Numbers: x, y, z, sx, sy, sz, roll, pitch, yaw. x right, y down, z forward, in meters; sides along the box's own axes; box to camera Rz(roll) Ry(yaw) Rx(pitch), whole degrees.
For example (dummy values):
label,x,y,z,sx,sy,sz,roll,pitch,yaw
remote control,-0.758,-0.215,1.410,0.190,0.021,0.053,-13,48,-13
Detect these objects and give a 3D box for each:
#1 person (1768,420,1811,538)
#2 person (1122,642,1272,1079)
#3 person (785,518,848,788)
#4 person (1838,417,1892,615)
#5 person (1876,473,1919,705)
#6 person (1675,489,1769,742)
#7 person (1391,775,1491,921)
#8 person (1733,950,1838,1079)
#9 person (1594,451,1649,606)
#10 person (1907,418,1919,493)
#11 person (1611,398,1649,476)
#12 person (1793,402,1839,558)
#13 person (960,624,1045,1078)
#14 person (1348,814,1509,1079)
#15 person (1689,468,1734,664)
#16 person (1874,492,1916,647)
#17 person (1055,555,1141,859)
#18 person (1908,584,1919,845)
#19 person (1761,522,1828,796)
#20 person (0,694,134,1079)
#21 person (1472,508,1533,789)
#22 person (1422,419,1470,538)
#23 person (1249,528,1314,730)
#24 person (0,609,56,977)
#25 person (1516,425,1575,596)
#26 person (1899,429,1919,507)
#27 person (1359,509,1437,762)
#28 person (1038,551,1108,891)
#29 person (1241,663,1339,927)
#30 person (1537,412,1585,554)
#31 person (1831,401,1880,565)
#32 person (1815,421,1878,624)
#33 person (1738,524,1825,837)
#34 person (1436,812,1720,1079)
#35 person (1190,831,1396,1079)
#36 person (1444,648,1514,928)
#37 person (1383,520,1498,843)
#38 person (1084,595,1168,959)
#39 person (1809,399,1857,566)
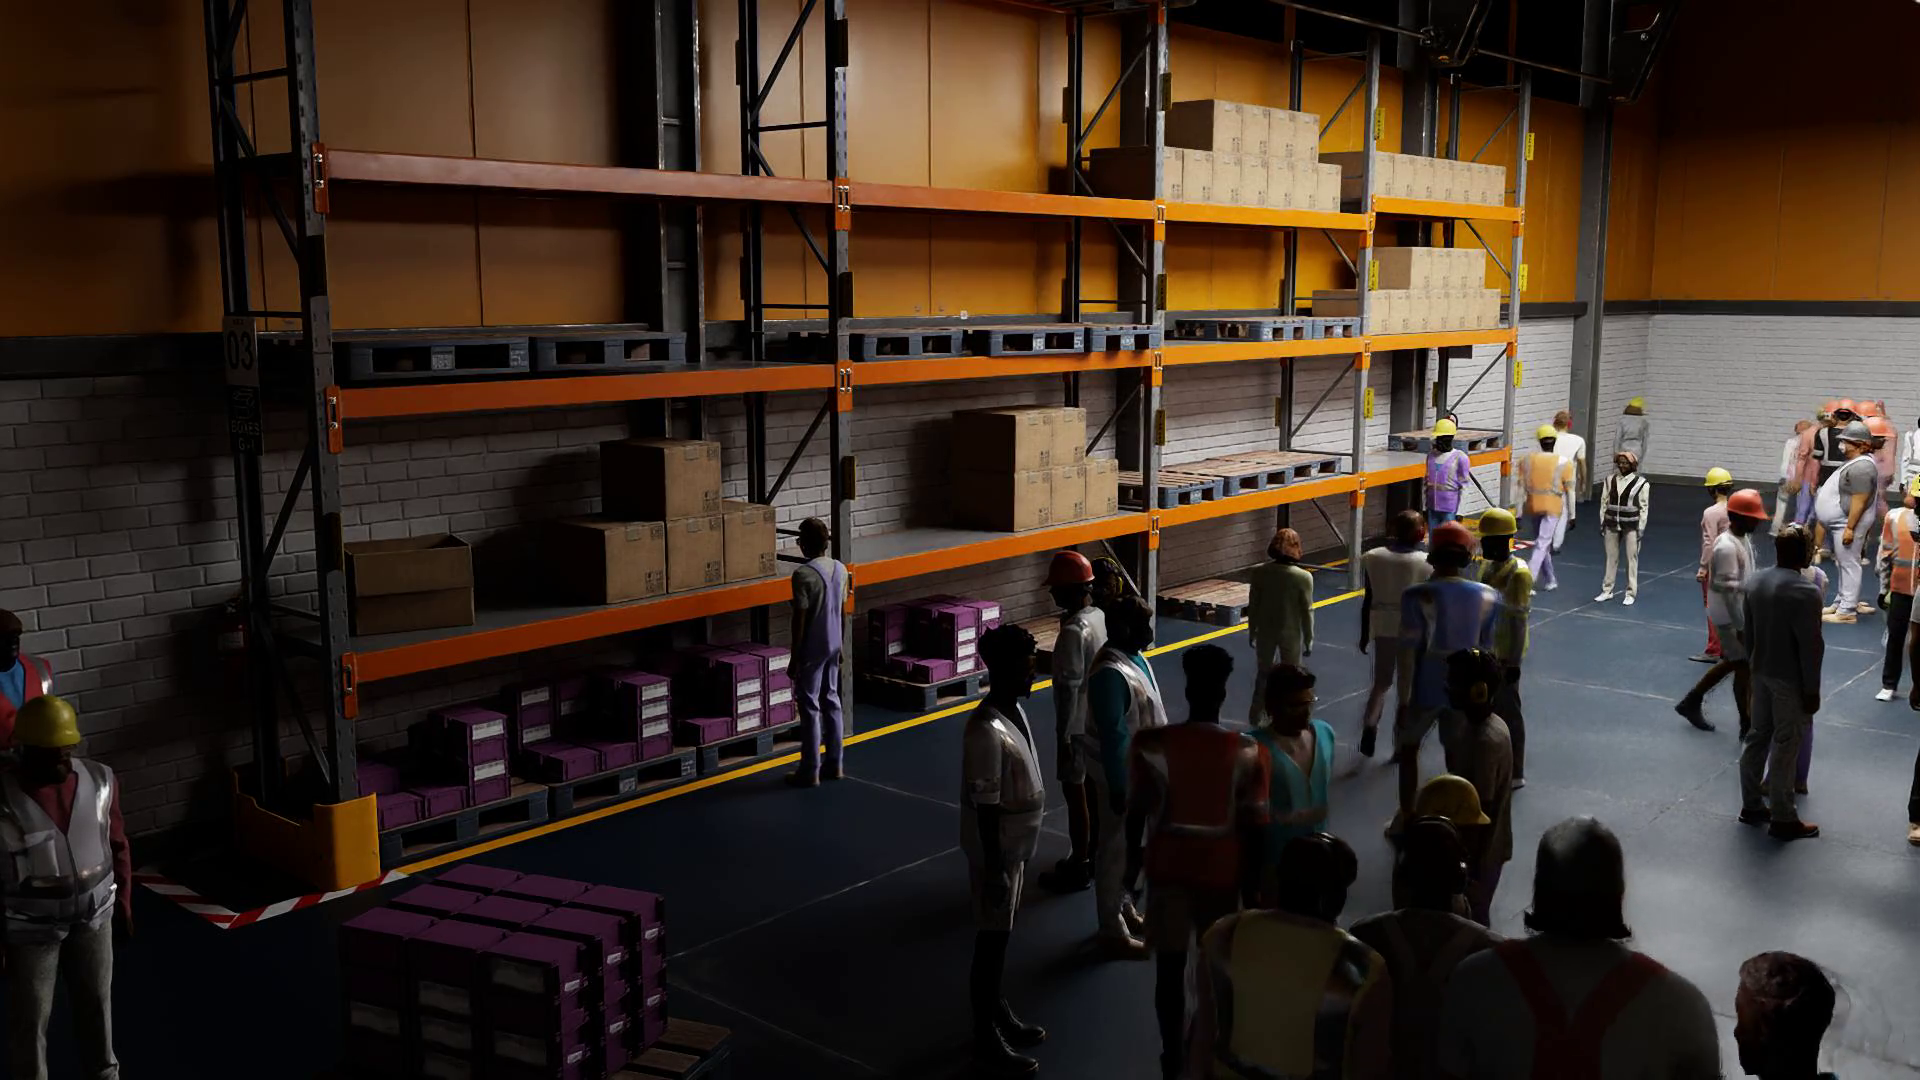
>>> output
label,x,y,z,sx,sy,sz,roll,pitch,yaw
person,11.065,-0.787,22.077,0.571,1.598,0.662,-1,9,-9
person,0.993,1.390,7.004,0.614,1.936,0.936,1,9,5
person,-0.973,0.761,11.343,0.350,1.836,0.518,6,11,36
person,9.358,-0.256,17.222,0.397,2.043,0.609,3,9,21
person,7.735,0.394,13.441,0.394,1.918,0.586,-9,12,-44
person,5.809,0.564,12.434,0.824,1.896,0.604,7,11,38
person,1.655,1.665,5.839,0.338,1.735,0.486,-1,9,-4
person,1.944,1.904,3.869,0.592,1.883,0.897,-4,10,-22
person,7.053,-0.130,17.704,0.308,1.641,0.511,-8,12,-43
person,12.740,-0.834,22.061,0.322,1.696,0.530,4,9,22
person,10.068,-1.289,25.043,0.543,1.695,0.630,1,9,5
person,10.686,-0.737,20.598,0.709,1.952,0.594,-1,9,-4
person,0.190,1.327,7.260,0.367,1.966,0.607,2,9,10
person,1.408,1.734,5.043,0.501,1.840,0.345,4,10,22
person,6.807,0.229,14.988,0.530,1.765,0.325,-7,11,-36
person,8.686,0.262,15.234,0.549,1.608,0.379,5,10,30
person,0.808,1.008,9.674,0.510,1.860,0.333,2,9,10
person,6.090,0.867,9.984,0.685,2.000,0.535,3,9,19
person,5.503,0.798,11.056,0.519,1.844,0.330,-5,10,-28
person,-3.585,1.500,6.608,0.403,1.825,0.592,7,11,38
person,3.638,0.731,11.276,0.408,1.918,0.584,-2,9,-10
person,5.320,-0.369,18.321,0.367,1.927,0.590,-6,11,-34
person,2.367,0.722,12.284,0.508,1.624,0.281,6,10,33
person,-4.730,1.241,8.265,0.432,1.836,0.618,4,10,25
person,6.405,-0.319,18.254,0.602,1.887,0.981,7,12,40
person,12.094,-0.733,20.833,0.575,1.880,0.359,8,12,42
person,3.086,0.697,11.774,0.604,1.821,0.541,6,11,34
person,0.643,1.015,9.402,0.387,1.929,0.543,4,10,23
person,1.409,1.414,7.150,0.592,1.821,0.485,-6,11,-35
person,7.606,-0.724,21.111,0.575,1.798,0.992,4,10,26
person,10.901,-0.699,20.233,0.391,1.991,0.624,1,9,3
person,8.921,-0.187,16.780,0.537,2.000,0.682,4,10,23
person,5.116,0.864,10.337,0.372,1.939,0.631,-2,9,-12
person,1.601,1.734,4.391,0.705,2.000,0.748,5,10,27
person,0.943,1.766,4.902,0.649,1.823,0.578,6,11,34
person,2.228,1.385,7.229,0.328,1.862,0.510,2,9,16
person,2.863,0.882,9.958,0.625,2.014,0.776,-1,9,-6
person,0.857,1.192,8.535,0.429,1.844,0.627,2,9,14
person,10.600,-0.691,20.075,0.619,2.029,0.410,5,10,29
